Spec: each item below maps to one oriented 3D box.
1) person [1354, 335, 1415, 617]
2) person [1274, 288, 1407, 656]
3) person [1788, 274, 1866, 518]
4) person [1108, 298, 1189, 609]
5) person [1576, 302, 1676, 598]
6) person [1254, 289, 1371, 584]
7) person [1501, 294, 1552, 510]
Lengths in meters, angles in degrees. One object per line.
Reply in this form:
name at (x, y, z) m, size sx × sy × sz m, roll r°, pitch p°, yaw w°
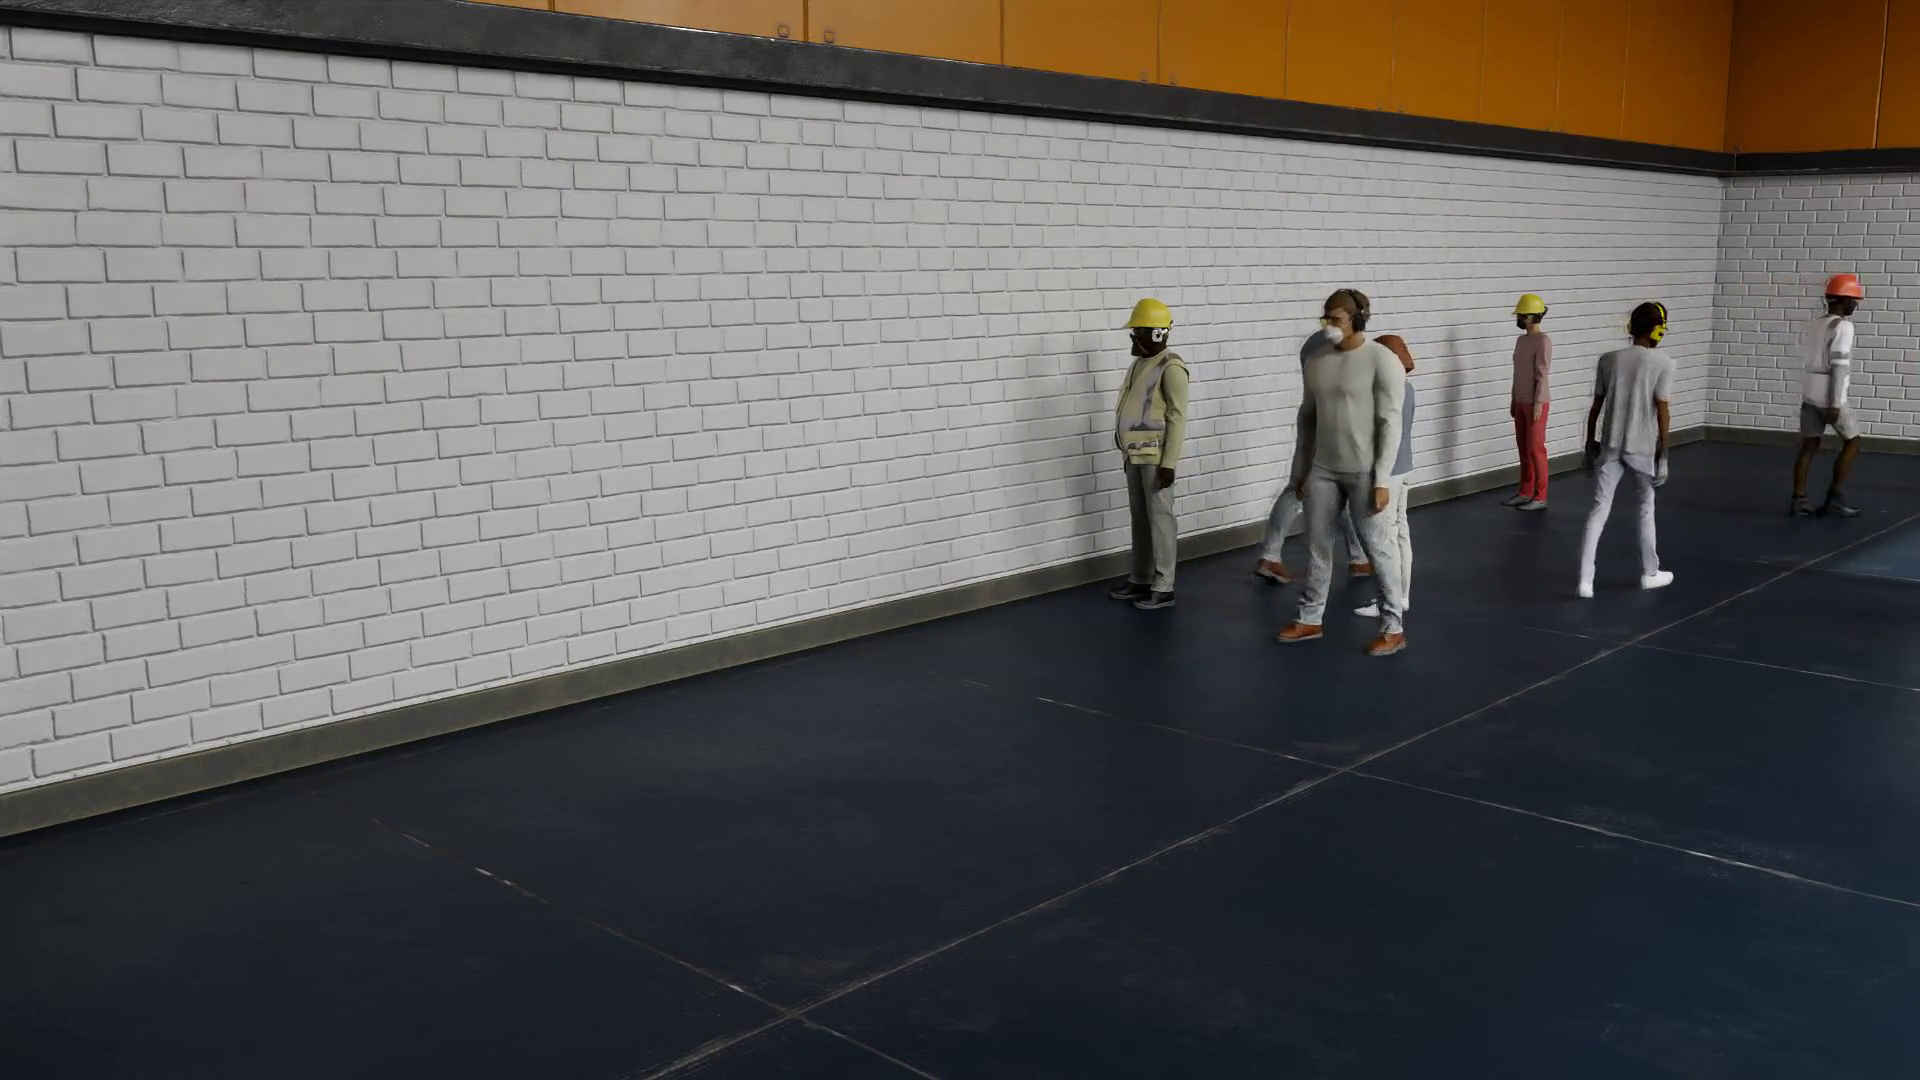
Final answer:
person at (2.473, -0.367, 9.630) m, size 0.268 × 1.632 × 0.507 m, roll 6°, pitch 12°, yaw 33°
person at (2.037, -0.361, 8.802) m, size 0.409 × 1.933 × 0.642 m, roll -8°, pitch 13°, yaw -40°
person at (6.885, -1.116, 13.076) m, size 0.672 × 1.912 × 0.565 m, roll -1°, pitch 10°, yaw -3°
person at (1.119, -0.513, 9.892) m, size 0.404 × 1.832 × 0.599 m, roll -4°, pitch 11°, yaw -20°
person at (4.089, -0.550, 10.192) m, size 0.592 × 1.806 × 0.983 m, roll 10°, pitch 14°, yaw 44°
person at (2.315, -0.647, 10.556) m, size 1.047 × 1.886 × 0.628 m, roll -6°, pitch 12°, yaw -30°
person at (4.630, -1.121, 13.578) m, size 0.342 × 1.761 × 0.525 m, roll -1°, pitch 10°, yaw -5°
